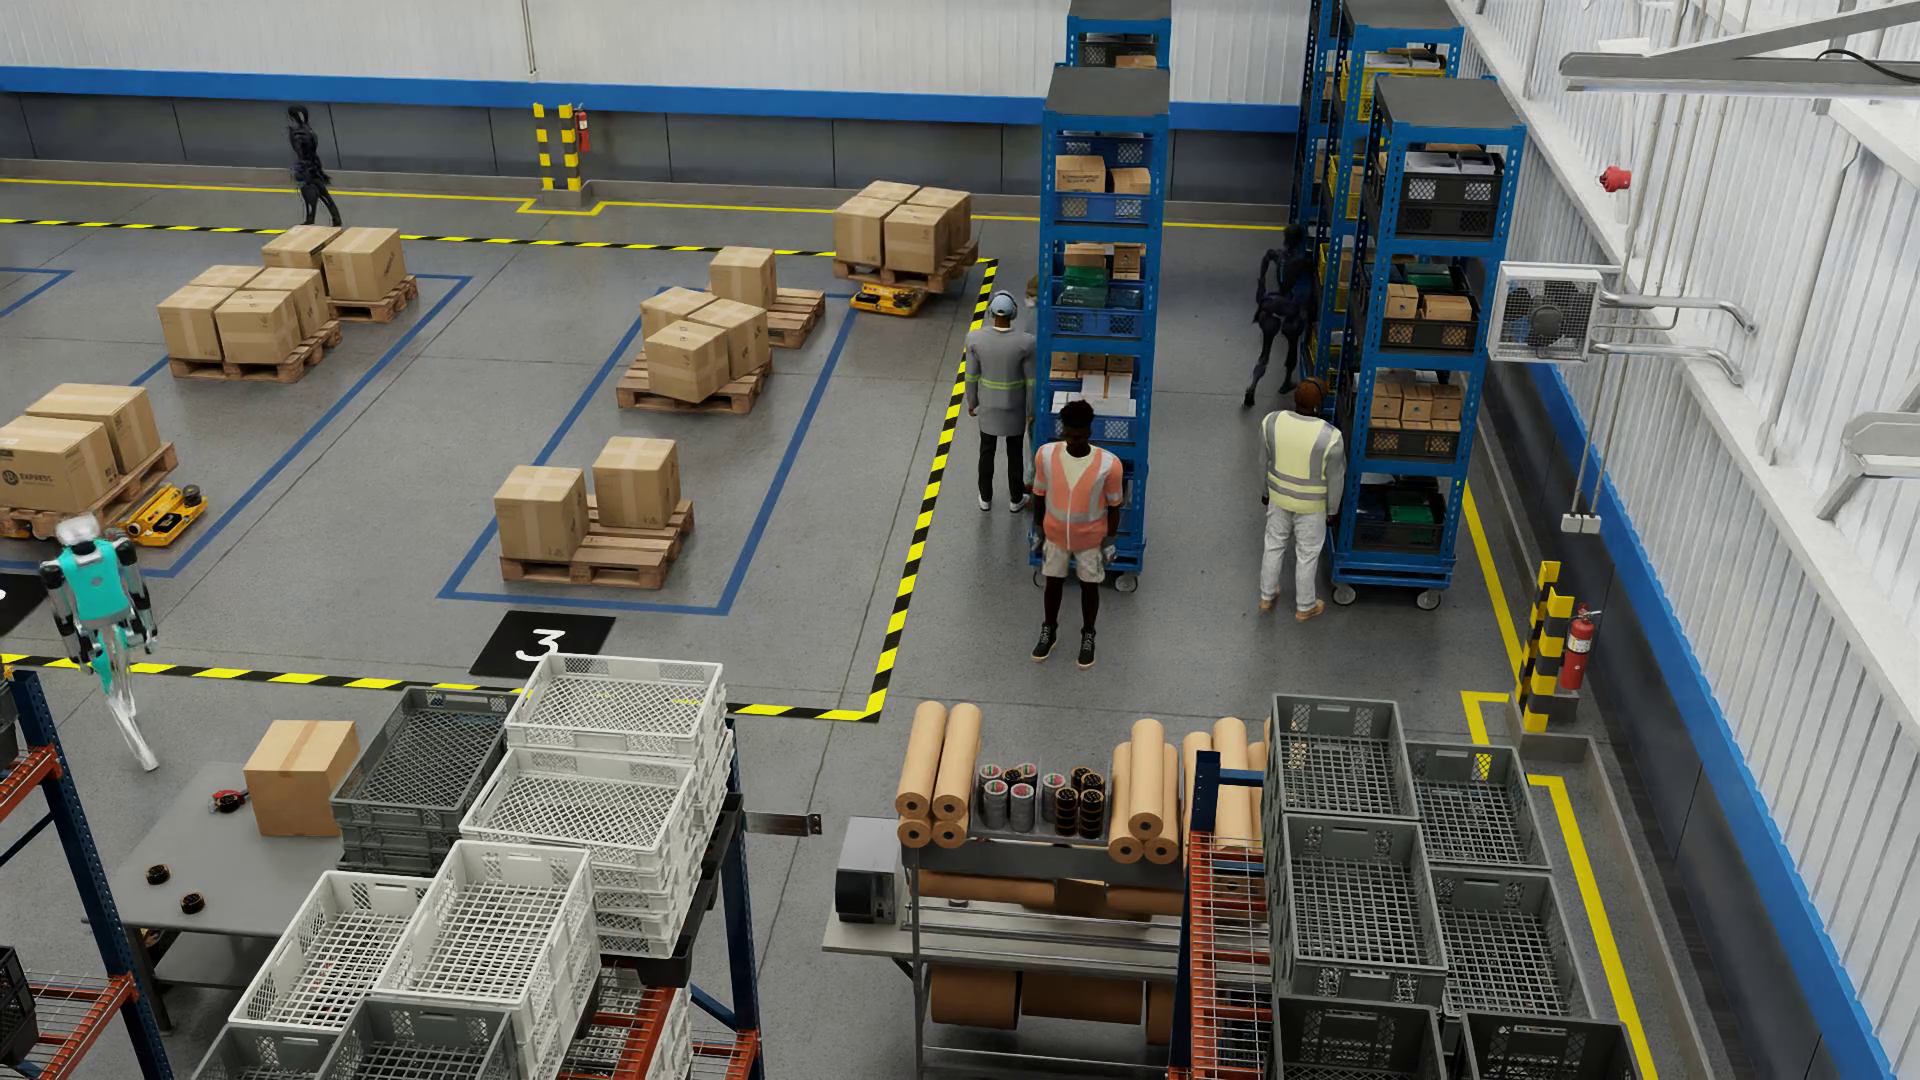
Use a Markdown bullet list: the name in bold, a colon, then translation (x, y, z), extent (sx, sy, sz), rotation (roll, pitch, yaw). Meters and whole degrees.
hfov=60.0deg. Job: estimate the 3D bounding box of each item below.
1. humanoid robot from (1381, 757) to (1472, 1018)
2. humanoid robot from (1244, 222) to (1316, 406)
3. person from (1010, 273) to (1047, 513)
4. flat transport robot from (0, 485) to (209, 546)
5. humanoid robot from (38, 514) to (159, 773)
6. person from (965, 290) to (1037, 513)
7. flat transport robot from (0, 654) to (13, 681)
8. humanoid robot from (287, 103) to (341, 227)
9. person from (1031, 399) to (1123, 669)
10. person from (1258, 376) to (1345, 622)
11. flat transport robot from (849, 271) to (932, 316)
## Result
- **humanoid robot**: translation (2.264, 1.719, 8.385), extent (0.608, 1.637, 0.786), rotation (0, 30, 0)
- **humanoid robot**: translation (2.838, -1.990, 14.732), extent (0.609, 1.634, 0.748), rotation (20, 35, 30)
- **person**: translation (0.641, -1.177, 13.048), extent (0.410, 1.929, 0.653), rotation (-12, 32, -20)
- **flat transport robot**: translation (-6.750, -0.236, 13.052), extent (1.431, 0.197, 0.652), rotation (3, 30, 6)
- **humanoid robot**: translation (-5.333, 0.543, 10.349), extent (0.533, 1.769, 1.039), rotation (-22, 37, -32)
- **person**: translation (0.334, -1.074, 12.945), extent (0.589, 1.852, 0.373), rotation (5, 31, 9)
- **flat transport robot**: translation (-7.142, 0.969, 11.010), extent (1.431, 0.231, 0.659), rotation (3, 30, 6)
- **humanoid robot**: translation (-7.097, -3.940, 18.076), extent (0.727, 1.632, 0.611), rotation (-3, 30, -5)
- **person**: translation (0.764, -0.040, 11.056), extent (0.606, 1.965, 0.371), rotation (10, 32, 16)
- **person**: translation (2.371, -0.288, 11.605), extent (0.625, 1.844, 0.429), rotation (19, 35, 30)
- **flat transport robot**: translation (-0.559, -2.717, 17.313), extent (0.652, 0.197, 1.431), rotation (11, 32, 19)
